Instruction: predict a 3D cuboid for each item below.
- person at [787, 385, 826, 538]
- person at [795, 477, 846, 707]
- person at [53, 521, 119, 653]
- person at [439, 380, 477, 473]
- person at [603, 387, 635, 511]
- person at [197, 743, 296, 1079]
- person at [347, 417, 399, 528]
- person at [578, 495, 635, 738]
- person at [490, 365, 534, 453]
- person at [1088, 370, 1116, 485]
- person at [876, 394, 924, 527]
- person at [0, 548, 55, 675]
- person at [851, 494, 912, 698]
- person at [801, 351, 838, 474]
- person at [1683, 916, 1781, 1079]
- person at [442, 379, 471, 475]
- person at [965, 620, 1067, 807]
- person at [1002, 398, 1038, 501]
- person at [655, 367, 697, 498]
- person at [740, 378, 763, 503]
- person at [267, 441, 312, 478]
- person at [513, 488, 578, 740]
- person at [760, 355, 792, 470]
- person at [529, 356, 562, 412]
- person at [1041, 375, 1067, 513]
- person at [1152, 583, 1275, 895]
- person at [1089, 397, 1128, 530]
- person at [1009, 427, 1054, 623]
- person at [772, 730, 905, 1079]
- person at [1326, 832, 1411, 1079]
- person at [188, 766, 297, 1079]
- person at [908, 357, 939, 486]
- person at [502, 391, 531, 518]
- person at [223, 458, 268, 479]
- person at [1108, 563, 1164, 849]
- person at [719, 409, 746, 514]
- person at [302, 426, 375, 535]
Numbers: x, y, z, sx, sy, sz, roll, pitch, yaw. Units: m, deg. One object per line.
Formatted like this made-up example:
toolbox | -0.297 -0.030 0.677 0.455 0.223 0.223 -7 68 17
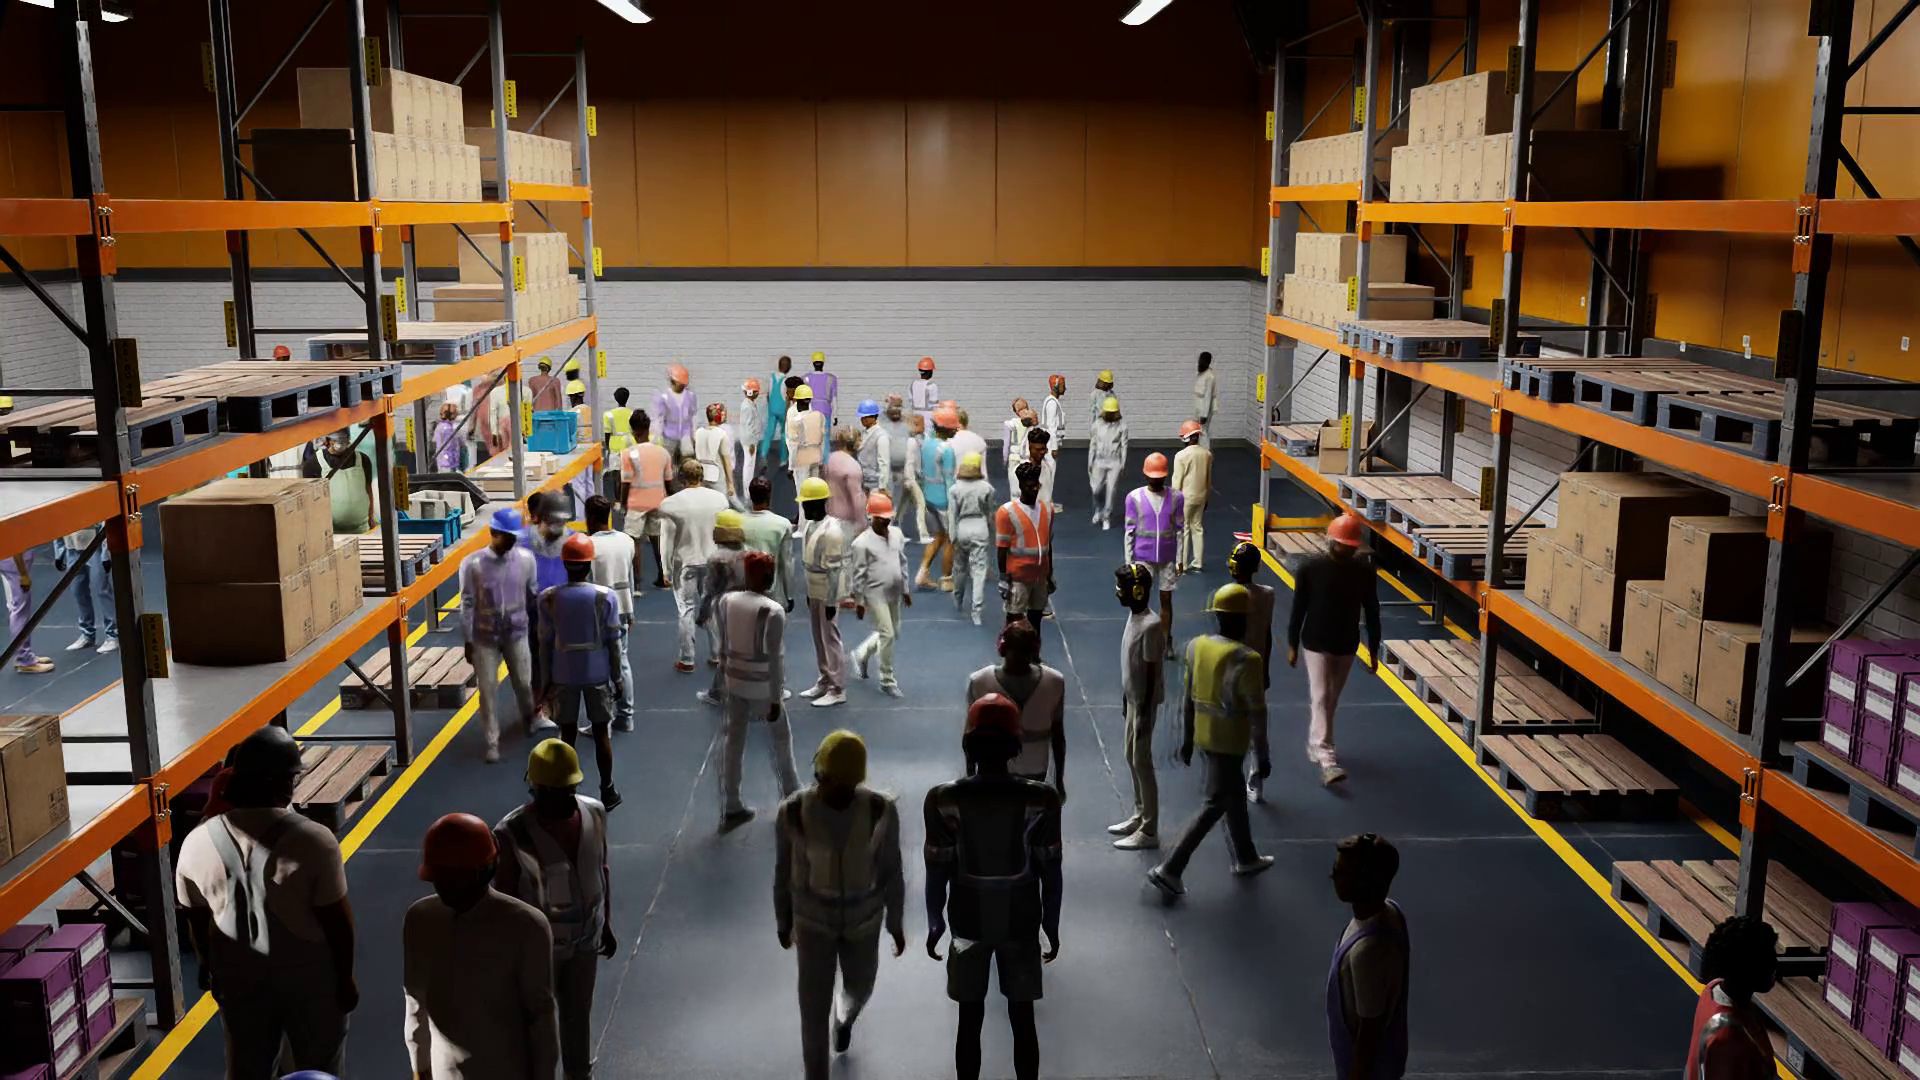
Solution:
person | -1.938 -0.980 20.832 0.369 1.927 0.589 9 15 39
person | -1.161 0.426 13.812 0.397 1.919 0.588 -5 12 -25
person | -8.124 0.107 15.446 0.593 1.909 0.411 3 12 14
person | -7.354 -1.649 24.371 0.592 1.863 0.806 4 12 20
person | -4.585 -1.234 22.685 0.537 1.695 0.321 -3 12 -13
person | -3.080 1.763 7.340 0.429 1.831 0.631 1 11 5
person | -6.857 -0.666 19.261 0.646 1.923 0.470 0 11 -2
person | -2.757 0.595 12.989 0.405 1.909 0.597 7 13 31
person | -6.267 -1.511 23.337 0.623 1.987 0.396 -6 13 -27
person | 2.142 -1.662 24.739 0.484 1.735 0.309 -7 13 -33
person | -0.761 -0.820 20.128 0.652 1.885 0.730 -5 12 -25
person | -8.339 0.269 14.775 0.346 1.847 0.506 -7 13 -30
person | -0.700 0.445 14.197 0.715 1.729 0.574 9 14 39
person | -2.187 -1.976 25.858 0.587 1.919 0.400 0 11 0
person | 2.686 2.123 5.852 0.318 1.697 0.535 4 12 19
person | -7.692 -1.925 25.617 0.407 1.910 0.639 3 12 13
person | 0.321 1.341 9.449 0.558 1.826 0.464 -2 11 -11
person | 0.796 -1.054 21.927 0.514 1.641 0.309 -6 13 -26
person | -3.995 -1.489 23.432 0.624 1.929 1.227 -6 13 -27
person | -2.927 -1.401 23.384 0.329 1.750 0.560 -2 11 -9
person | -7.738 -0.610 19.166 0.570 1.849 0.381 -6 13 -26
person | -3.202 0.533 12.958 0.686 2.000 0.891 -3 12 -17
person | -2.885 -2.010 26.307 0.540 1.808 0.861 4 12 21
person | -6.661 -2.076 26.778 0.532 1.754 0.342 0 11 -2
person | 1.265 -1.311 22.638 0.355 1.877 0.574 1 11 3
person | 1.546 1.197 10.045 0.959 1.886 0.596 -7 13 -30
person | 1.900 -0.980 21.320 0.504 1.718 0.386 2 11 9
person | 0.731 -0.149 16.576 0.371 1.961 0.602 8 14 36
person | -0.573 1.702 7.709 0.601 1.807 0.784 -2 11 -10
person | 1.492 1.974 6.225 0.345 1.846 0.506 4 12 19
person | -3.082 1.812 7.275 0.563 1.748 0.339 -1 11 -3
person | -0.500 -1.728 24.554 0.552 1.937 0.356 9 15 39
person | -5.740 -1.089 21.816 0.542 1.750 0.367 4 12 18
person | -7.719 -0.382 18.057 0.564 1.837 0.388 3 12 14
person | 1.142 1.066 10.768 0.344 1.856 0.525 -2 11 -8
person | -2.997 -0.920 21.292 0.422 1.621 0.552 4 12 18
person | -6.209 -0.226 16.767 0.681 2.000 0.538 -8 14 -35
